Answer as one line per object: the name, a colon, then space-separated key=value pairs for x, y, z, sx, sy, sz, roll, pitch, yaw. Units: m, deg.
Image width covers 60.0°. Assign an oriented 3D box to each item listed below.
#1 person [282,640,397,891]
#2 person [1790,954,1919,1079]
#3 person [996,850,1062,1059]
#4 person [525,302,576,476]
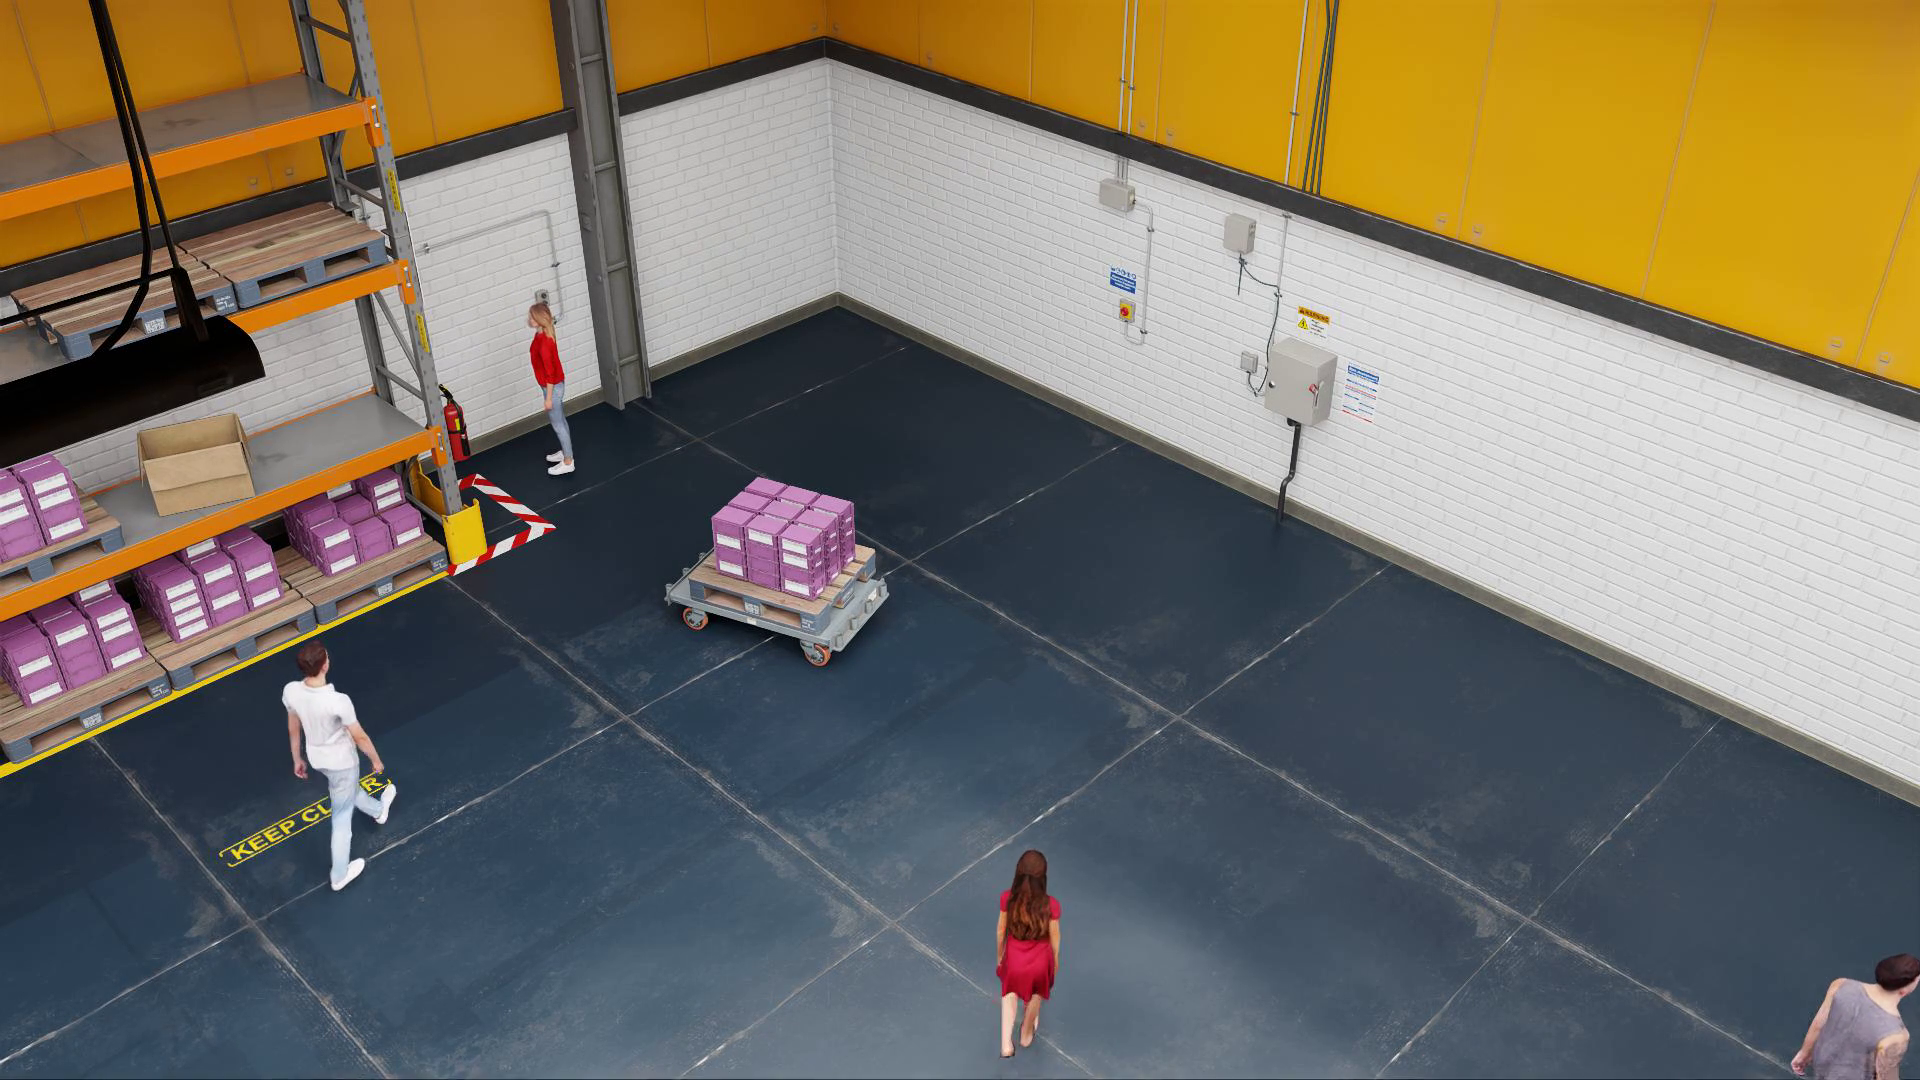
person: x=-4.153 y=1.524 z=10.897 sx=1.000 sy=1.808 sz=1.235 roll=11 pitch=35 yaw=16
person: x=4.530 y=2.840 z=8.683 sx=1.237 sy=1.801 sz=1.006 roll=-9 pitch=35 yaw=-13
person: x=0.389 y=2.476 z=9.709 sx=0.775 sy=1.538 sz=0.886 roll=6 pitch=34 yaw=9
person: x=-3.782 y=-1.411 z=15.406 sx=0.686 sy=1.705 sz=0.688 roll=-8 pitch=34 yaw=-12
